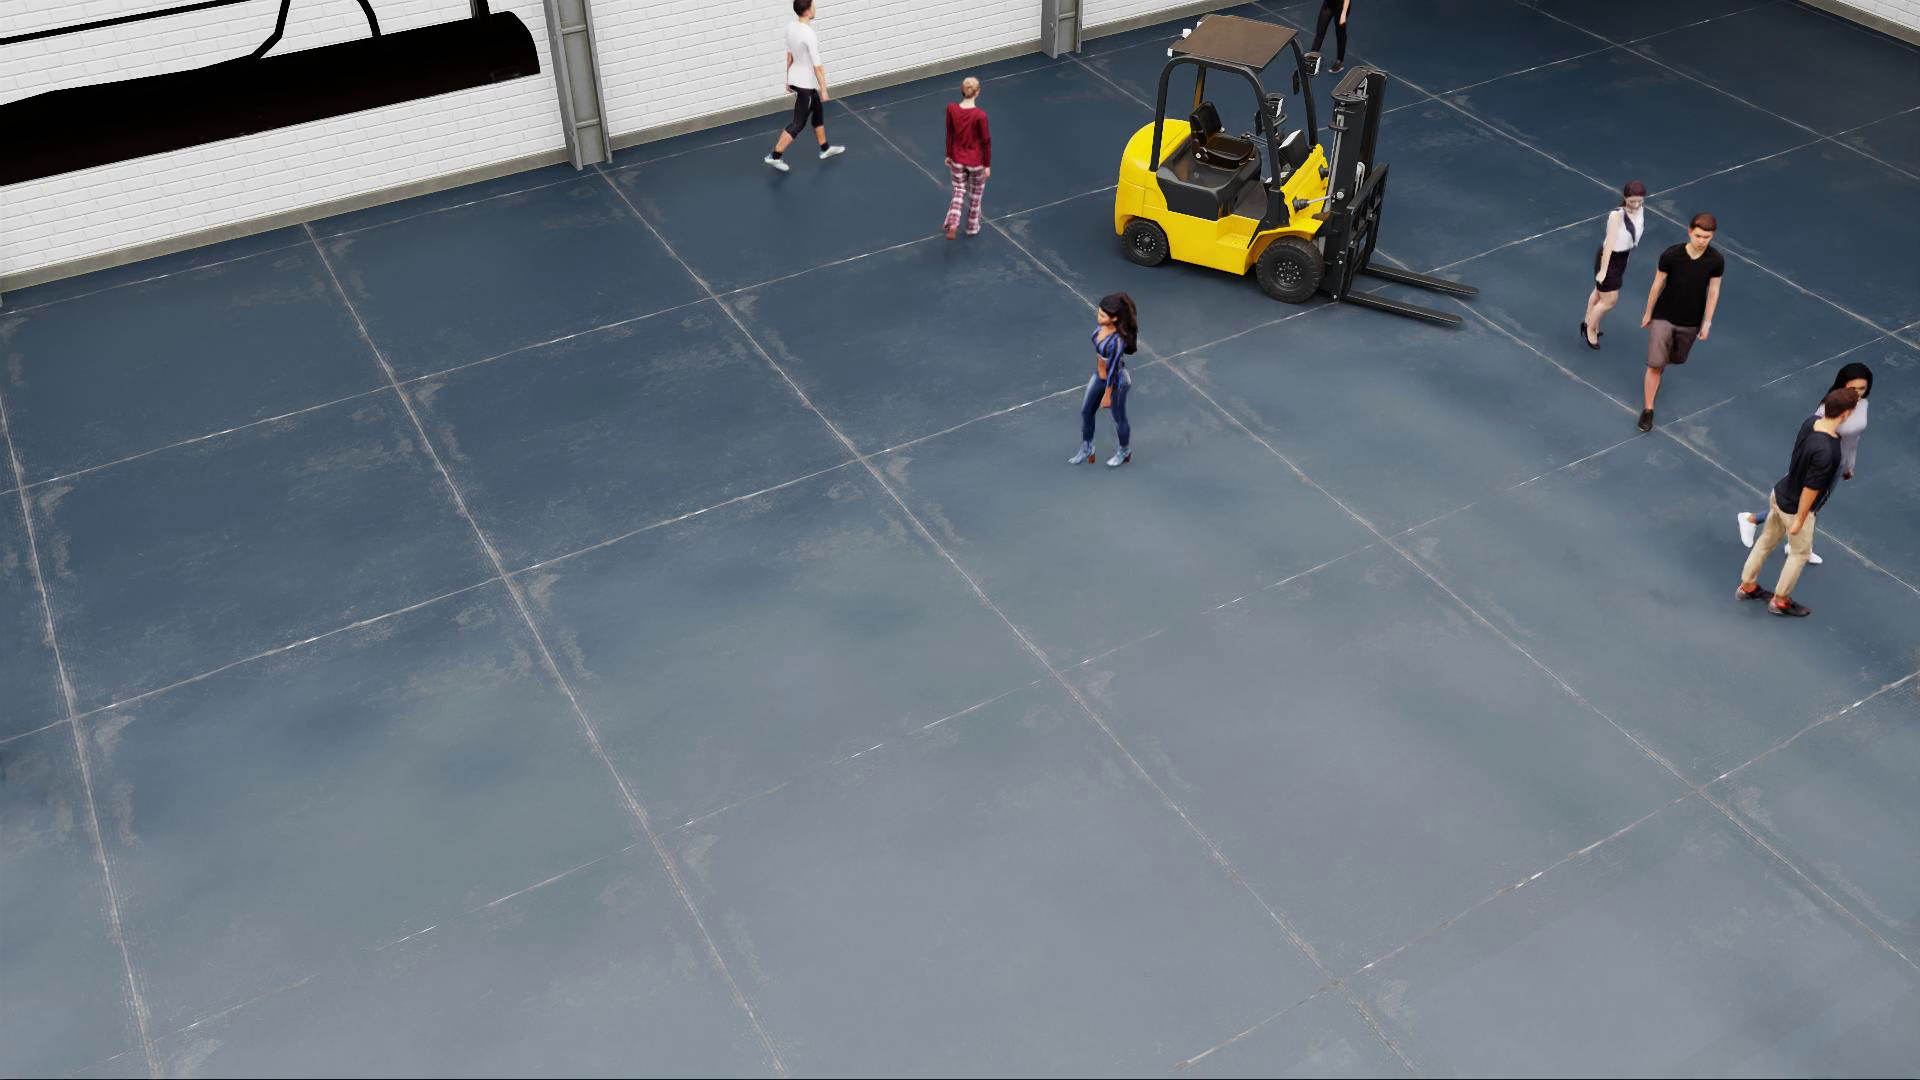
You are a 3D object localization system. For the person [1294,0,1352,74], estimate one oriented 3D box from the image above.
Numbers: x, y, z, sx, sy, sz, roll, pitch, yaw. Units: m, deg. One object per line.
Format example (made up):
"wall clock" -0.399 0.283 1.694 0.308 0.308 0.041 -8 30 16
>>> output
"person" 4.402 -6.172 19.199 1.000 1.617 0.709 -28 46 -30

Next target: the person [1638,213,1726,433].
"person" 5.884 -1.862 13.629 1.163 1.835 1.230 9 40 12

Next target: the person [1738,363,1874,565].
"person" 6.175 -0.575 12.103 0.778 1.726 0.738 -24 44 -27

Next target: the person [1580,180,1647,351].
"person" 5.634 -2.400 14.466 0.770 1.629 0.590 26 45 28

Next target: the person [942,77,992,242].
"person" 0.042 -3.622 15.958 0.888 1.678 0.972 15 41 18

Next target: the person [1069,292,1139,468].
"person" 1.252 -1.242 13.042 0.785 1.598 0.702 -13 40 -15

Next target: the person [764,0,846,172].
"person" -1.693 -4.690 17.180 1.190 1.822 0.687 -21 43 -24

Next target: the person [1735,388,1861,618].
"person" 5.757 -0.272 11.634 0.900 1.839 0.846 2 39 2
